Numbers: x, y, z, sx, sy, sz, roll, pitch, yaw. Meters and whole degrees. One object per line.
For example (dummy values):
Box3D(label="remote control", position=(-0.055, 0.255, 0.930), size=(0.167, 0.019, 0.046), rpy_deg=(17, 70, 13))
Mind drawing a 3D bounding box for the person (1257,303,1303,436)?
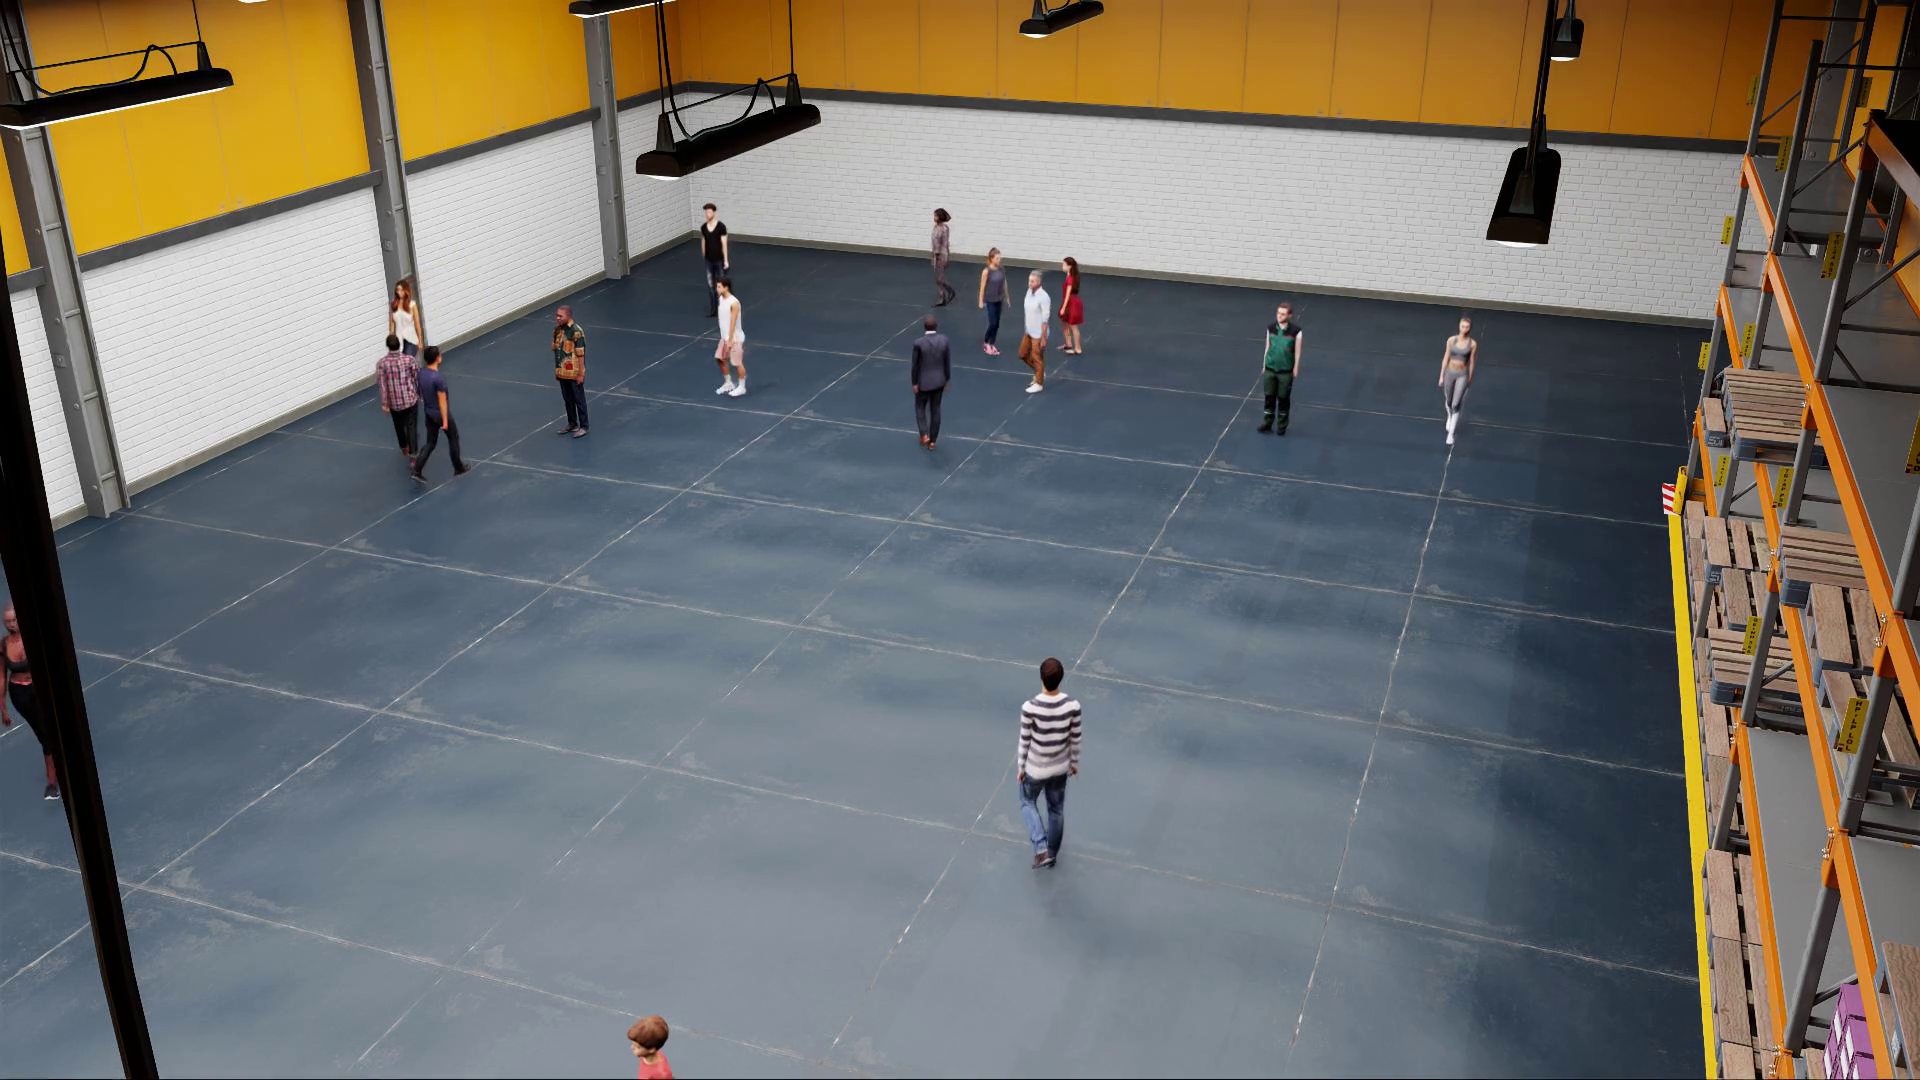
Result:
Box3D(label="person", position=(4.355, -2.346, 22.602), size=(0.679, 1.840, 0.642), rpy_deg=(13, 27, 28))

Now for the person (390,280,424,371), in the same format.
Box3D(label="person", position=(-7.902, -2.869, 23.905), size=(0.602, 1.756, 1.050), rpy_deg=(7, 25, 17))

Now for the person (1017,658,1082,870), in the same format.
Box3D(label="person", position=(0.703, 1.822, 13.068), size=(0.853, 1.840, 0.924), rpy_deg=(-5, 24, -10))

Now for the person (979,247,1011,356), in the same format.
Box3D(label="person", position=(0.471, -3.725, 25.921), size=(0.690, 1.710, 0.775), rpy_deg=(-19, 30, -37))

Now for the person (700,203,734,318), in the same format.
Box3D(label="person", position=(-4.078, -4.735, 28.016), size=(0.699, 1.881, 1.012), rpy_deg=(7, 25, 16))

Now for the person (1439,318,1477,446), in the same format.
Box3D(label="person", position=(6.700, -2.186, 22.454), size=(0.630, 1.666, 1.144), rpy_deg=(11, 26, 23))

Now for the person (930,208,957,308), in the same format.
Box3D(label="person", position=(-0.250, -4.816, 28.422), size=(0.820, 1.706, 0.757), rpy_deg=(-14, 27, -29))

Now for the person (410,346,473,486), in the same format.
Box3D(label="person", position=(-6.625, -1.517, 20.818), size=(0.803, 1.751, 1.194), rpy_deg=(14, 27, 29))

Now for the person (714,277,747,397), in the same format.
Box3D(label="person", position=(-3.219, -2.953, 24.079), size=(0.814, 1.771, 0.778), rpy_deg=(-18, 30, -36))

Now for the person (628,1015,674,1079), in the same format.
Box3D(label="person", position=(-1.759, 3.443, 9.894), size=(0.683, 1.413, 0.631), rpy_deg=(-13, 27, -27))

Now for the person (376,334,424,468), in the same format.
Box3D(label="person", position=(-7.167, -1.765, 21.414), size=(1.098, 1.729, 1.256), rpy_deg=(-6, 24, -13))

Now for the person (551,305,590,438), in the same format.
Box3D(label="person", position=(-5.273, -2.304, 22.548), size=(0.763, 1.807, 0.741), rpy_deg=(15, 28, 30))

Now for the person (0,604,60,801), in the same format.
Box3D(label="person", position=(-7.980, 1.325, 14.356), size=(1.049, 1.720, 1.194), rpy_deg=(-7, 25, -16))

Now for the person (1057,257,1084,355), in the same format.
Box3D(label="person", position=(1.831, -3.653, 25.973), size=(0.712, 1.535, 0.649), rpy_deg=(1, 24, 1))

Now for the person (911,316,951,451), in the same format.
Box3D(label="person", position=(-0.372, -2.048, 21.963), size=(0.809, 1.807, 0.818), rpy_deg=(-5, 24, -10))

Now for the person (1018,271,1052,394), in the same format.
Box3D(label="person", position=(1.172, -3.053, 24.254), size=(0.887, 1.813, 0.843), rpy_deg=(-14, 27, -29))
